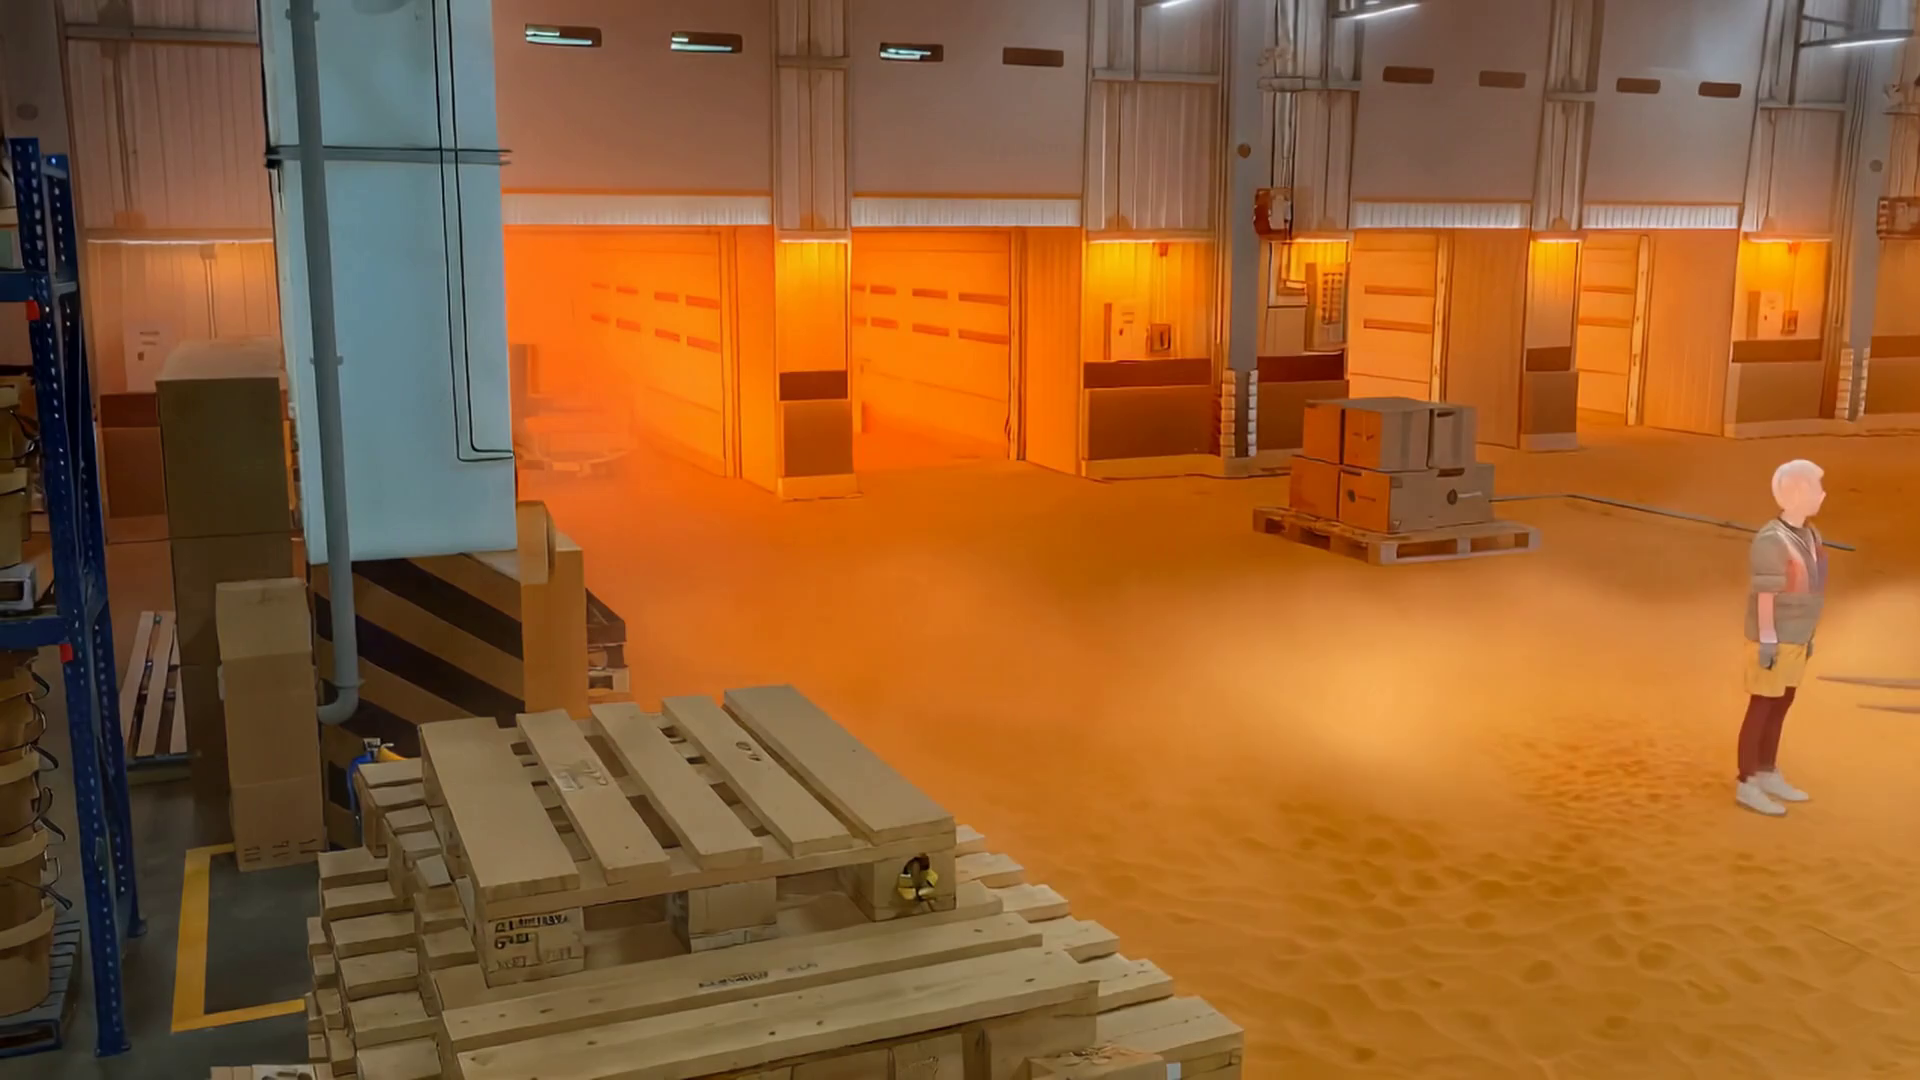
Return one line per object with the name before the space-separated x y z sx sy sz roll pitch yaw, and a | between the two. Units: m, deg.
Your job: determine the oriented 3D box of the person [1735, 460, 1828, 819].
person | 3.920 0.460 7.918 0.537 1.696 0.318 -10 14 -43
